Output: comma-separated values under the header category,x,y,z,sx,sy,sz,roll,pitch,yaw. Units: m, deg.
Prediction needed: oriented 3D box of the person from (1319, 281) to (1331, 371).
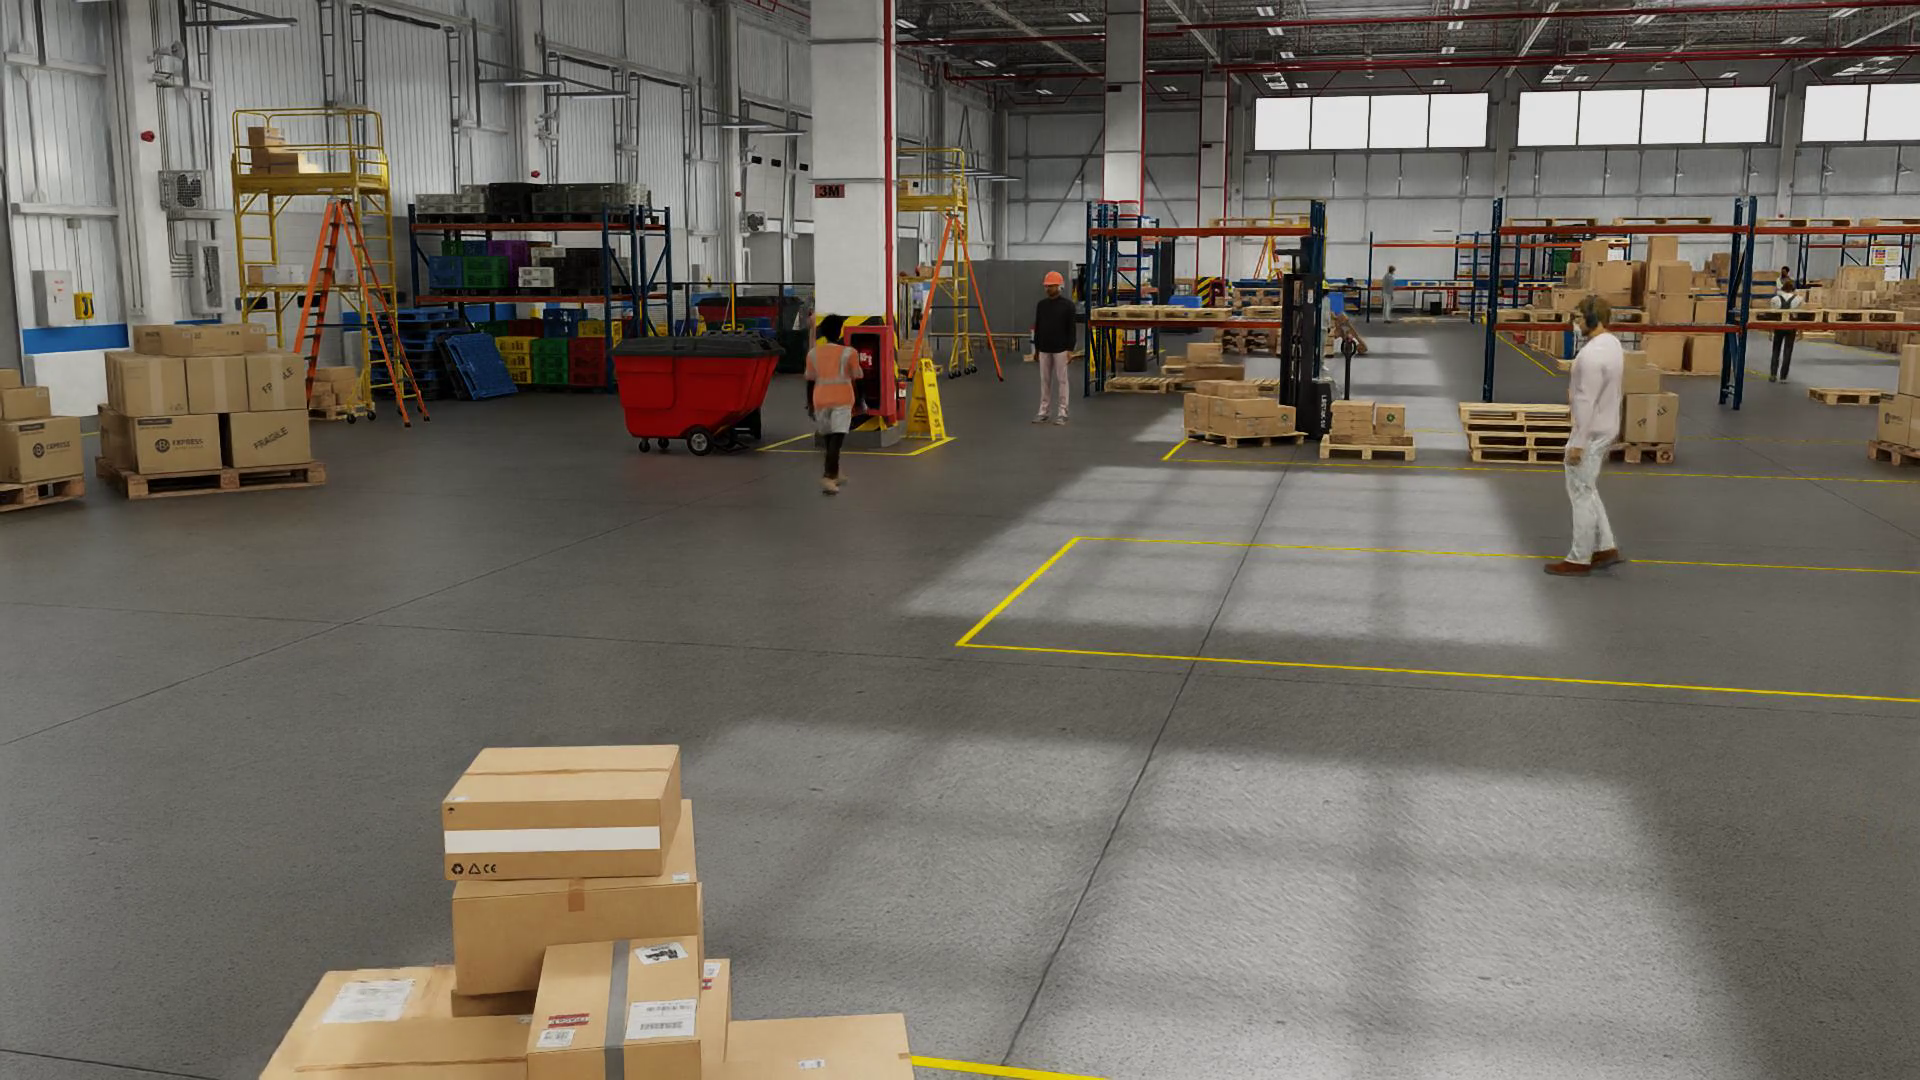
category,x,y,z,sx,sy,sz,roll,pitch,yaw
person,6.925,-4.104,31.933,0.485,1.736,0.322,-5,11,-27

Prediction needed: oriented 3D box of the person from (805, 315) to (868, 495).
category,x,y,z,sx,sy,sz,roll,pitch,yaw
person,-1.175,-1.262,15.447,0.541,1.654,0.882,3,10,20

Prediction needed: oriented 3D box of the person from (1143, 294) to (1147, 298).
category,x,y,z,sx,sy,sz,roll,pitch,yaw
person,5.334,-6.853,48.444,0.483,1.625,0.558,-1,10,-5

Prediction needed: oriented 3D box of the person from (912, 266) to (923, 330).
category,x,y,z,sx,sy,sz,roll,pitch,yaw
person,-1.253,-7.339,50.427,0.387,1.928,0.549,4,11,24

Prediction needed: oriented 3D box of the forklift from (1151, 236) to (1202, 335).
category,x,y,z,sx,sy,sz,roll,pitch,yaw
forklift,5.866,-7.214,46.878,1.873,2.768,1.129,2,10,14

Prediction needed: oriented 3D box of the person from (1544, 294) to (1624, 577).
category,x,y,z,sx,sy,sz,roll,pitch,yaw
person,4.260,-0.695,11.305,0.413,1.933,0.632,6,11,33

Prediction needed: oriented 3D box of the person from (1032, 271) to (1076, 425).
category,x,y,z,sx,sy,sz,roll,pitch,yaw
person,1.222,-2.500,21.724,0.611,1.996,0.379,7,12,34

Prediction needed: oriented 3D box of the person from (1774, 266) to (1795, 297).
category,x,y,z,sx,sy,sz,roll,pitch,yaw
person,23.986,-6.998,48.436,0.392,1.920,0.587,-5,11,-29

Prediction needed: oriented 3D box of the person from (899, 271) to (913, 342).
category,x,y,z,sx,sy,sz,roll,pitch,yaw
person,-1.389,-5.223,38.144,0.618,1.864,0.423,-1,10,-5

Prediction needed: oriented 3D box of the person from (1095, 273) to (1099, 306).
category,x,y,z,sx,sy,sz,roll,pitch,yaw
person,3.849,-6.256,44.061,0.750,1.923,0.626,9,13,43

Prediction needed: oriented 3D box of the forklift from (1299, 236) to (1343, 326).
category,x,y,z,sx,sy,sz,roll,pitch,yaw
forklift,10.792,-7.966,51.308,1.873,2.768,1.129,-2,10,-12

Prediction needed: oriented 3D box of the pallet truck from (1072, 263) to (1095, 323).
category,x,y,z,sx,sy,sz,roll,pitch,yaw
pallet truck,4.325,-8.180,55.162,0.823,1.965,1.885,6,11,31

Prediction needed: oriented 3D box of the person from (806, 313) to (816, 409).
category,x,y,z,sx,sy,sz,roll,pitch,yaw
person,-1.917,-2.659,23.457,0.536,1.729,0.869,9,13,43

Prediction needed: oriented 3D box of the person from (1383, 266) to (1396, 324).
category,x,y,z,sx,sy,sz,roll,pitch,yaw
person,14.107,-8.048,54.675,0.368,1.909,0.695,1,10,4

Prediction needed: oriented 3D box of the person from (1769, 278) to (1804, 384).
category,x,y,z,sx,sy,sz,roll,pitch,yaw
person,14.336,-3.615,28.848,0.538,1.811,0.864,6,11,31

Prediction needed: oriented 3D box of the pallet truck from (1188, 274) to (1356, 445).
category,x,y,z,sx,sy,sz,roll,pitch,yaw
pallet truck,3.653,-2.138,19.590,1.885,1.965,0.823,-4,10,-20
